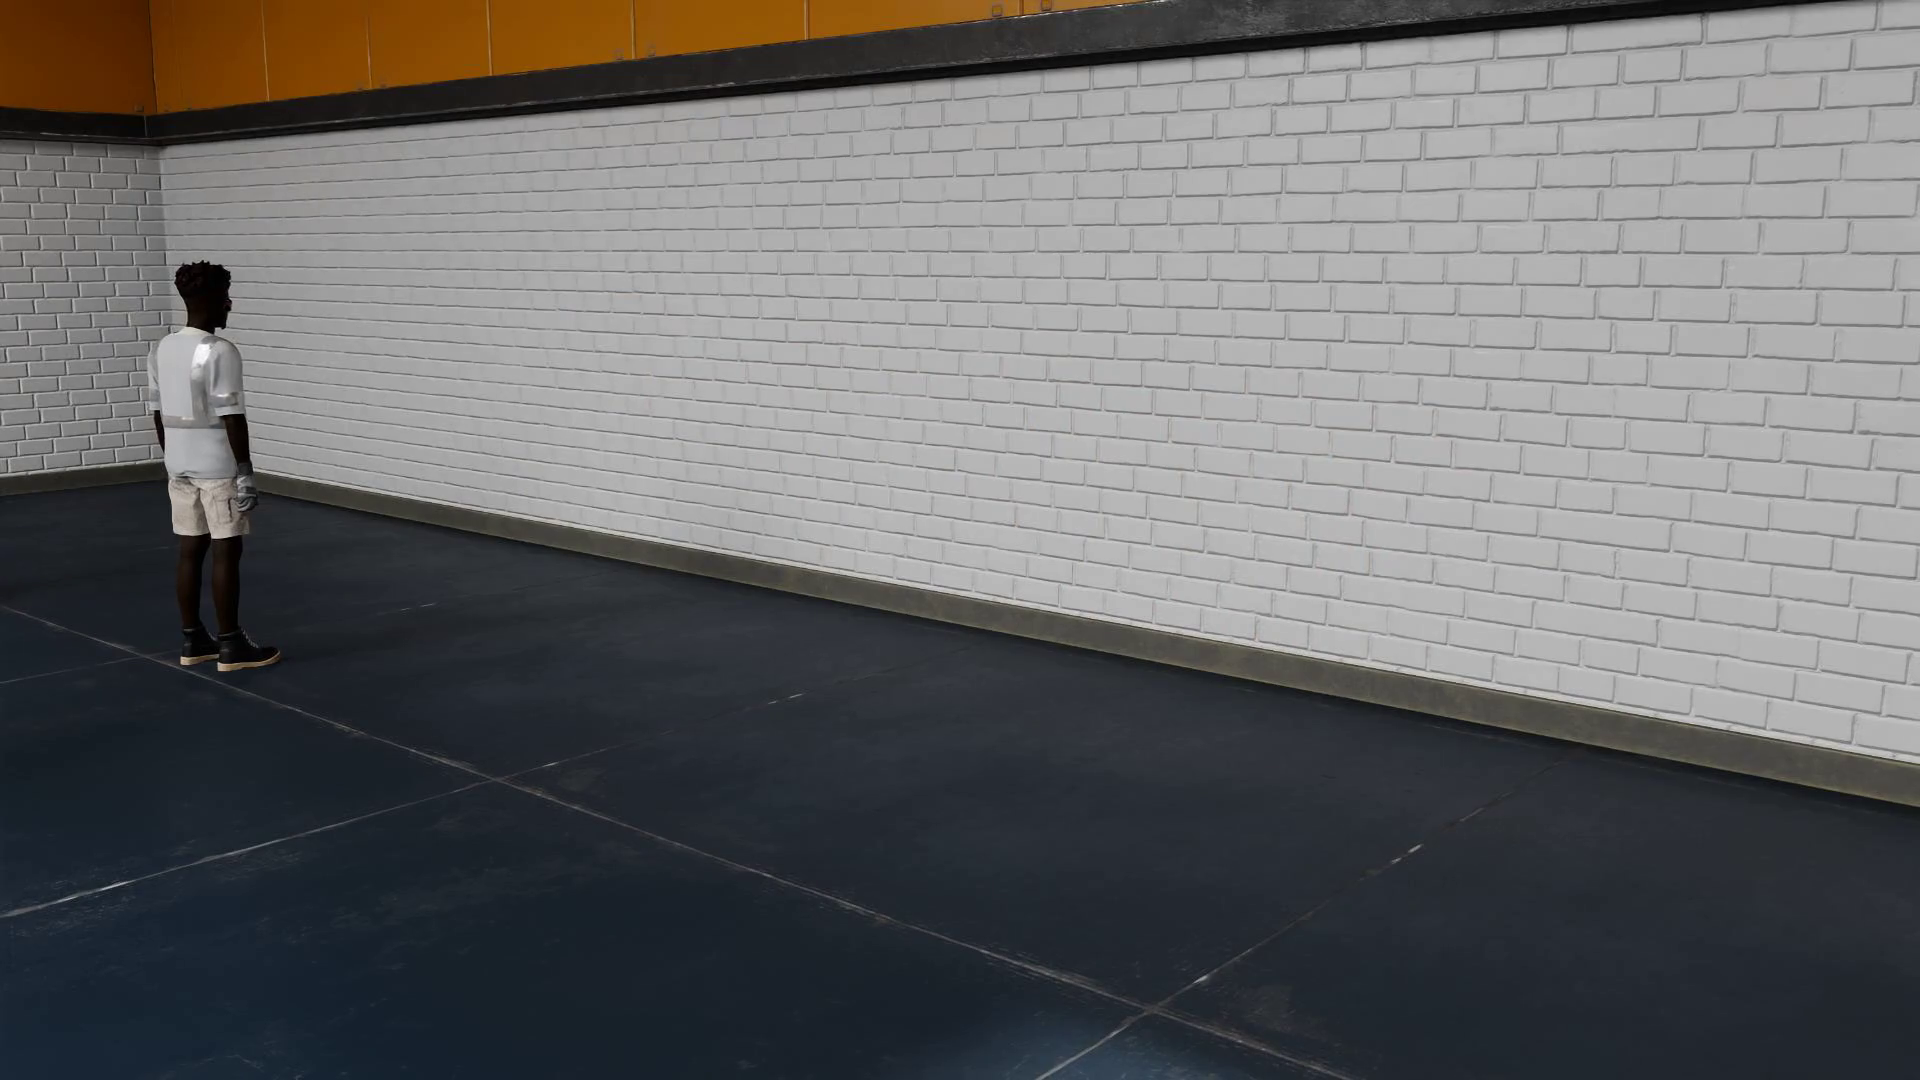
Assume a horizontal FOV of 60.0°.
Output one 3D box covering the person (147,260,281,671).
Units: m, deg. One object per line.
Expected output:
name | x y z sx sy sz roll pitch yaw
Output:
person | -3.611 -0.354 8.010 0.612 1.962 0.363 6 12 30
